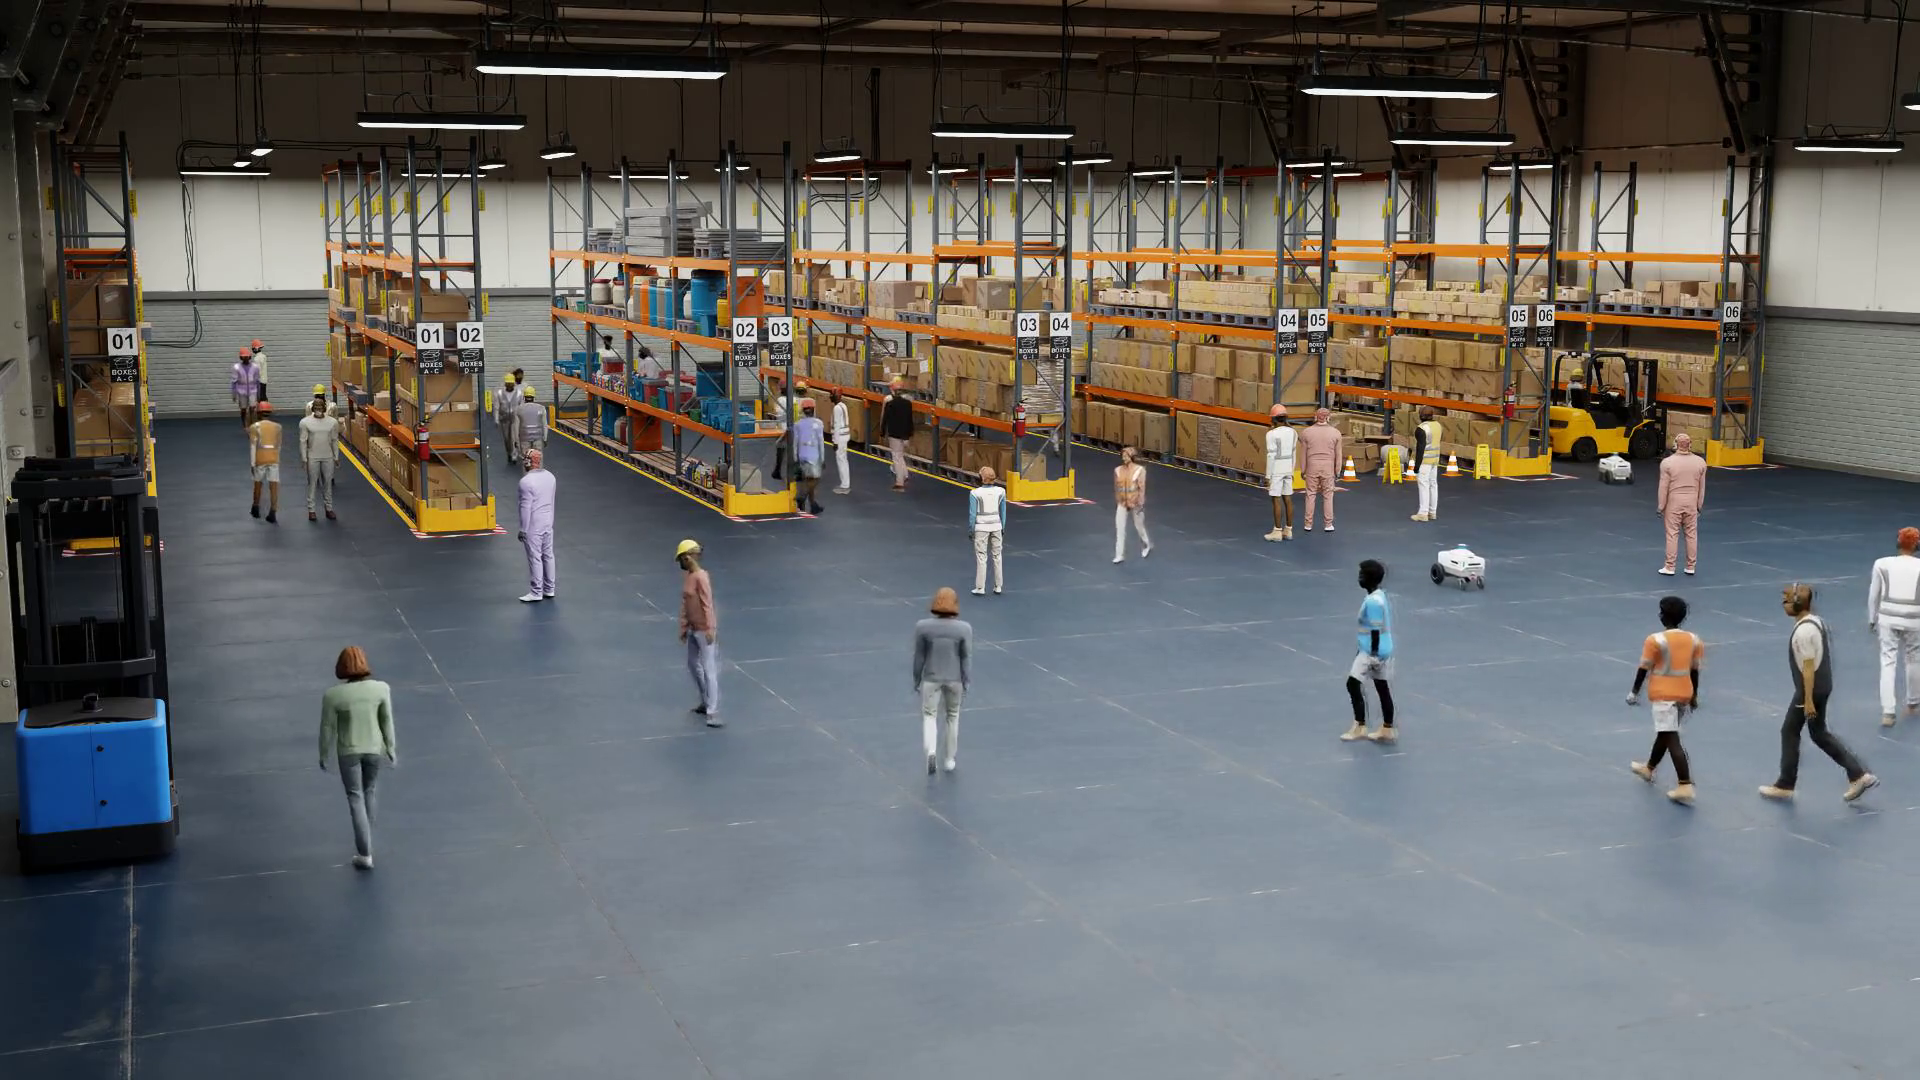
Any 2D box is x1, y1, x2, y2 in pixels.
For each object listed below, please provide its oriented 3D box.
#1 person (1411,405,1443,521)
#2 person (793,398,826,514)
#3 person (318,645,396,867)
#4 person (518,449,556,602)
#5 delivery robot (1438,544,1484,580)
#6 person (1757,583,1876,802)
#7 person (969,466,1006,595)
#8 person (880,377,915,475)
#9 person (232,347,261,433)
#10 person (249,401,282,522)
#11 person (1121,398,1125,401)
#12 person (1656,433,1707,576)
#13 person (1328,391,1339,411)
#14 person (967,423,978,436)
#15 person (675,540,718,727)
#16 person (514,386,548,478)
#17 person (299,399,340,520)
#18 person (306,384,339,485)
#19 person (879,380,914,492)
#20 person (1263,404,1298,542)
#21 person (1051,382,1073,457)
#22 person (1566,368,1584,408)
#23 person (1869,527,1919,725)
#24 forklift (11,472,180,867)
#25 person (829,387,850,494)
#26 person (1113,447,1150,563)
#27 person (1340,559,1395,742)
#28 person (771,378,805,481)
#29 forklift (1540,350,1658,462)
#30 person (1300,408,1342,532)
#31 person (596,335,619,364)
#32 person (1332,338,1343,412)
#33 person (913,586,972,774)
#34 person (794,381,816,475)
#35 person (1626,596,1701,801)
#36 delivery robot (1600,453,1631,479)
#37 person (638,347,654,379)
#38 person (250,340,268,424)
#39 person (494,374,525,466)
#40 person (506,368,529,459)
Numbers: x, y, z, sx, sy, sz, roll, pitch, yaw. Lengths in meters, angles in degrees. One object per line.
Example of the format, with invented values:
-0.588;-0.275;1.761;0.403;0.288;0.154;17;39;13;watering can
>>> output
7.419;-1.230;33.381;0.430;1.840;0.625;8;12;44;person
-2.481;-1.353;34.014;0.564;1.895;0.673;5;10;30;person
-4.489;1.568;15.517;0.523;1.597;0.802;-6;10;-34;person
-5.323;-0.188;26.204;0.402;1.911;0.638;4;9;25;person
6.539;0.292;27.319;0.477;0.478;0.707;-2;9;-16;delivery robot
7.009;1.250;17.005;0.831;1.809;0.529;6;10;34;person
0.352;-0.117;26.619;0.514;1.641;0.308;-4;9;-23;person
-1.176;-2.101;39.062;0.608;1.871;0.983;-4;9;-23;person
-15.863;-3.295;46.576;0.608;2.023;0.728;-4;9;-22;person
-11.101;-1.263;33.418;0.545;1.887;0.935;-6;10;-33;person
4.131;-4.072;52.028;0.605;1.927;0.780;-2;9;-15;person
9.664;-0.476;28.124;0.639;1.911;0.402;-1;9;-4;person
8.448;-3.460;48.286;0.643;1.827;0.450;-4;9;-23;person
0.316;-3.279;46.793;0.587;1.915;0.397;-5;10;-32;person
-2.460;0.871;19.781;0.325;1.718;0.652;-4;9;-25;person
-7.658;-1.821;37.340;0.603;1.830;0.404;-3;9;-18;person
-10.252;-1.303;33.555;0.627;1.934;0.370;-5;10;-30;person
-11.557;-1.910;37.933;0.598;1.830;0.403;-1;9;-8;person
-1.128;-1.853;37.106;0.492;1.968;0.611;8;12;43;person
4.748;-1.006;31.215;0.609;2.040;0.395;-7;11;-39;person
2.003;-2.655;42.589;0.665;1.924;0.492;-2;9;-13;person
12.781;-2.692;43.470;0.309;1.735;0.484;-3;9;-20;person
8.969;0.786;19.919;0.604;1.840;0.958;5;10;29;person
-6.630;0.886;15.957;1.129;2.768;1.873;-3;9;-21;forklift
-2.116;-1.760;36.827;0.360;1.874;0.590;1;9;4;person
2.400;-0.513;29.323;0.513;1.614;0.742;5;10;29;person
3.688;1.008;18.974;0.605;1.679;0.539;3;9;18;person
-3.151;-2.034;38.623;0.567;1.883;1.010;-5;10;-31;person
12.897;-2.725;42.309;2.313;2.155;1.214;-3;9;-21;forklift
5.547;-1.080;32.188;0.641;1.900;0.404;1;9;10;person
-8.856;-4.203;52.903;0.634;1.912;0.979;-4;9;-25;person
9.204;-3.979;51.378;0.549;1.937;0.358;-2;9;-14;person
-0.150;1.211;17.852;0.503;1.621;0.612;0;9;1;person
-2.980;-2.112;39.509;0.528;1.765;0.328;-3;9;-22;person
5.823;1.281;17.265;0.546;1.644;0.889;-4;9;-26;person
11.986;-1.356;38.312;0.477;0.478;0.707;-1;8;-5;delivery robot
-7.473;-3.746;50.268;0.804;1.816;0.623;-3;9;-21;person
-16.610;-3.747;49.645;0.377;1.995;0.608;0;9;-3;person
-8.854;-2.389;41.246;0.593;1.807;0.871;-1;9;-6;person
-8.957;-2.587;42.454;0.510;1.842;0.806;-6;10;-35;person
